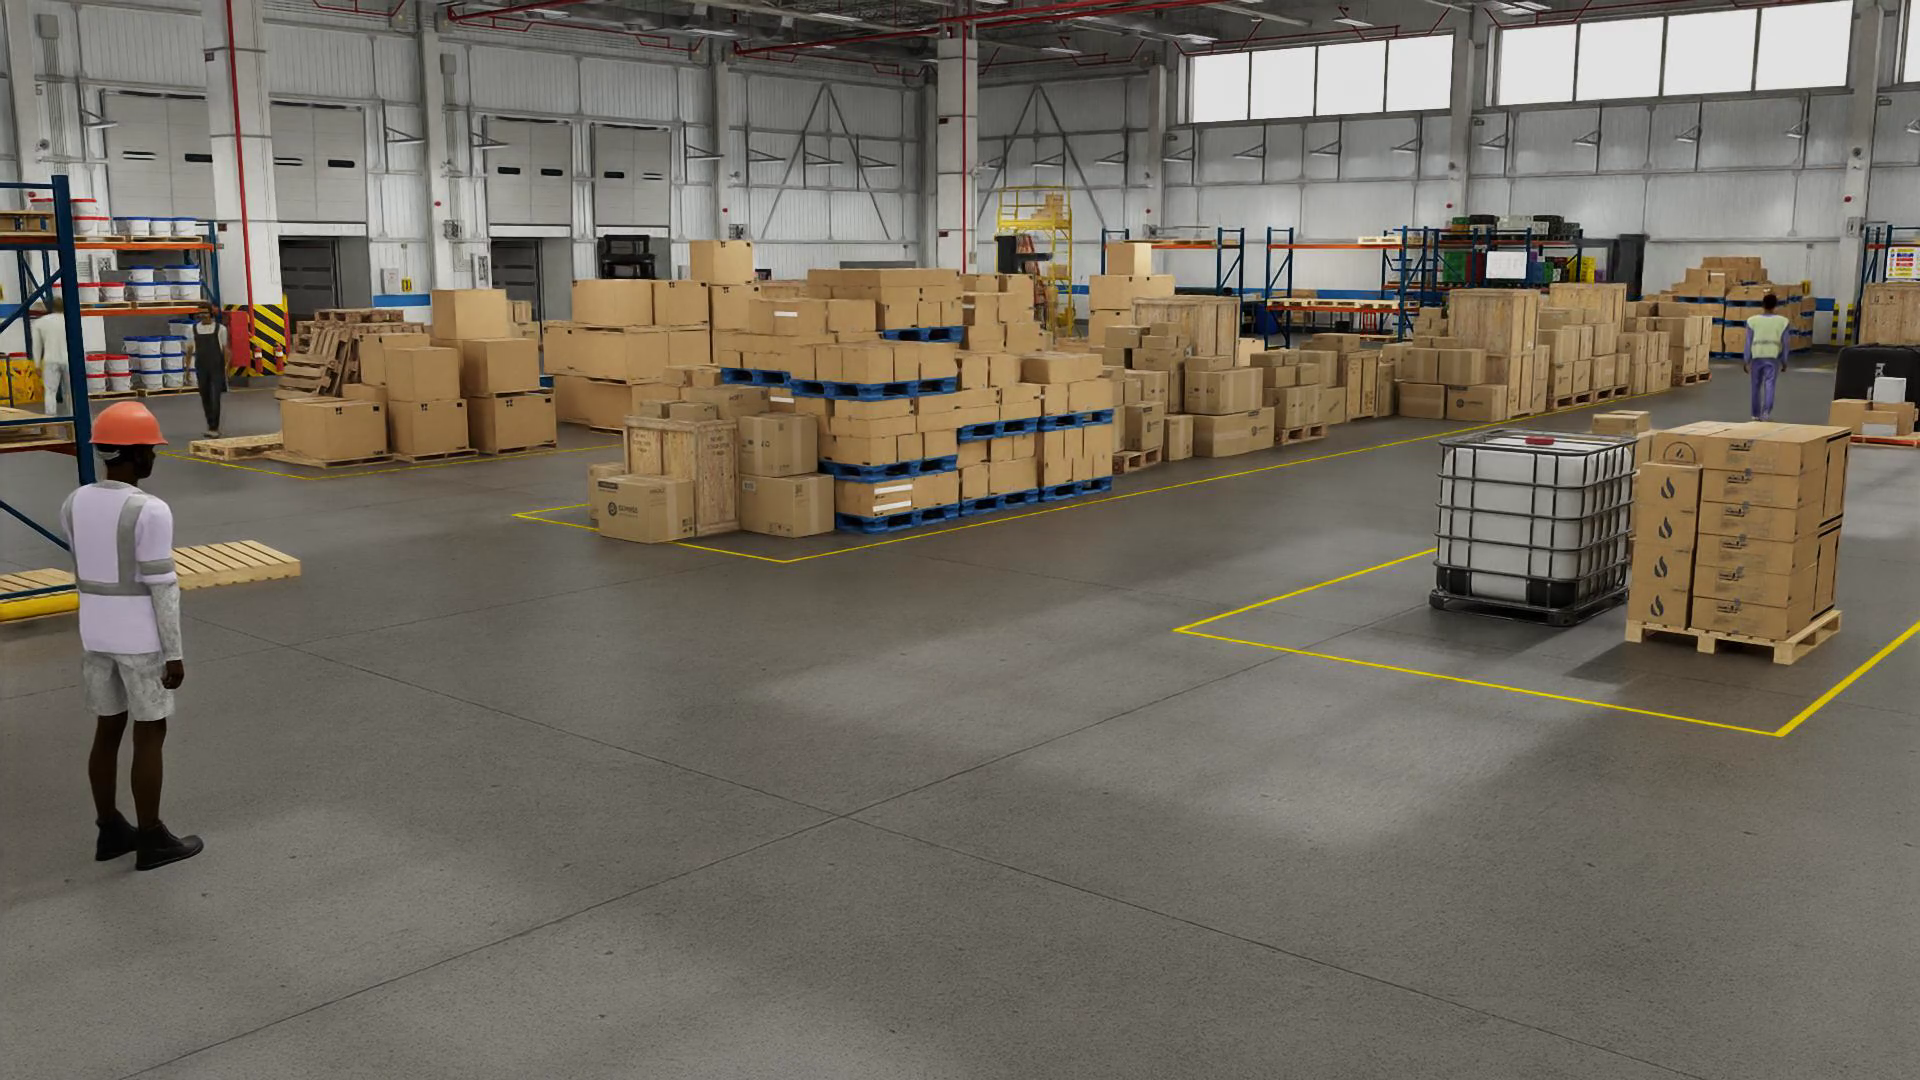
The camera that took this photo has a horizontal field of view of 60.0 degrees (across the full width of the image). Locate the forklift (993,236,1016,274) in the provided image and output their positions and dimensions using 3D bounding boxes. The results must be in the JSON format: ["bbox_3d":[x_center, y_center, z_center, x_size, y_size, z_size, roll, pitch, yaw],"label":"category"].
[{"bbox_3d":[1.065,-5.693,38.807,1.873,2.768,1.129,2,10,12],"label":"forklift"}]

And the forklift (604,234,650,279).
[{"bbox_3d":[-6.924,-4.988,34.790,1.129,2.768,1.873,-2,10,-11],"label":"forklift"}]

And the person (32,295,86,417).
[{"bbox_3d":[-12.393,-2.411,22.901,0.645,1.914,0.650,-4,11,-22],"label":"person"}]

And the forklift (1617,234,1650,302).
[{"bbox_3d":[13.630,-4.820,33.837,1.873,2.768,1.129,7,12,34],"label":"forklift"}]

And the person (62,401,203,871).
[{"bbox_3d":[-3.403,0.395,6.879,0.540,1.929,0.407,4,11,22],"label":"person"}]

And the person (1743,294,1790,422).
[{"bbox_3d":[11.844,-2.668,24.434,0.595,1.889,0.945,4,11,22],"label":"person"}]

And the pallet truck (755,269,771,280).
[{"bbox_3d":[-4.996,-6.432,45.525,1.885,1.965,0.823,-6,12,-32],"label":"pallet truck"}]

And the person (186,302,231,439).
[{"bbox_3d":[-10.130,-2.286,22.398,0.541,1.834,0.509,-3,10,-14],"label":"person"}]
